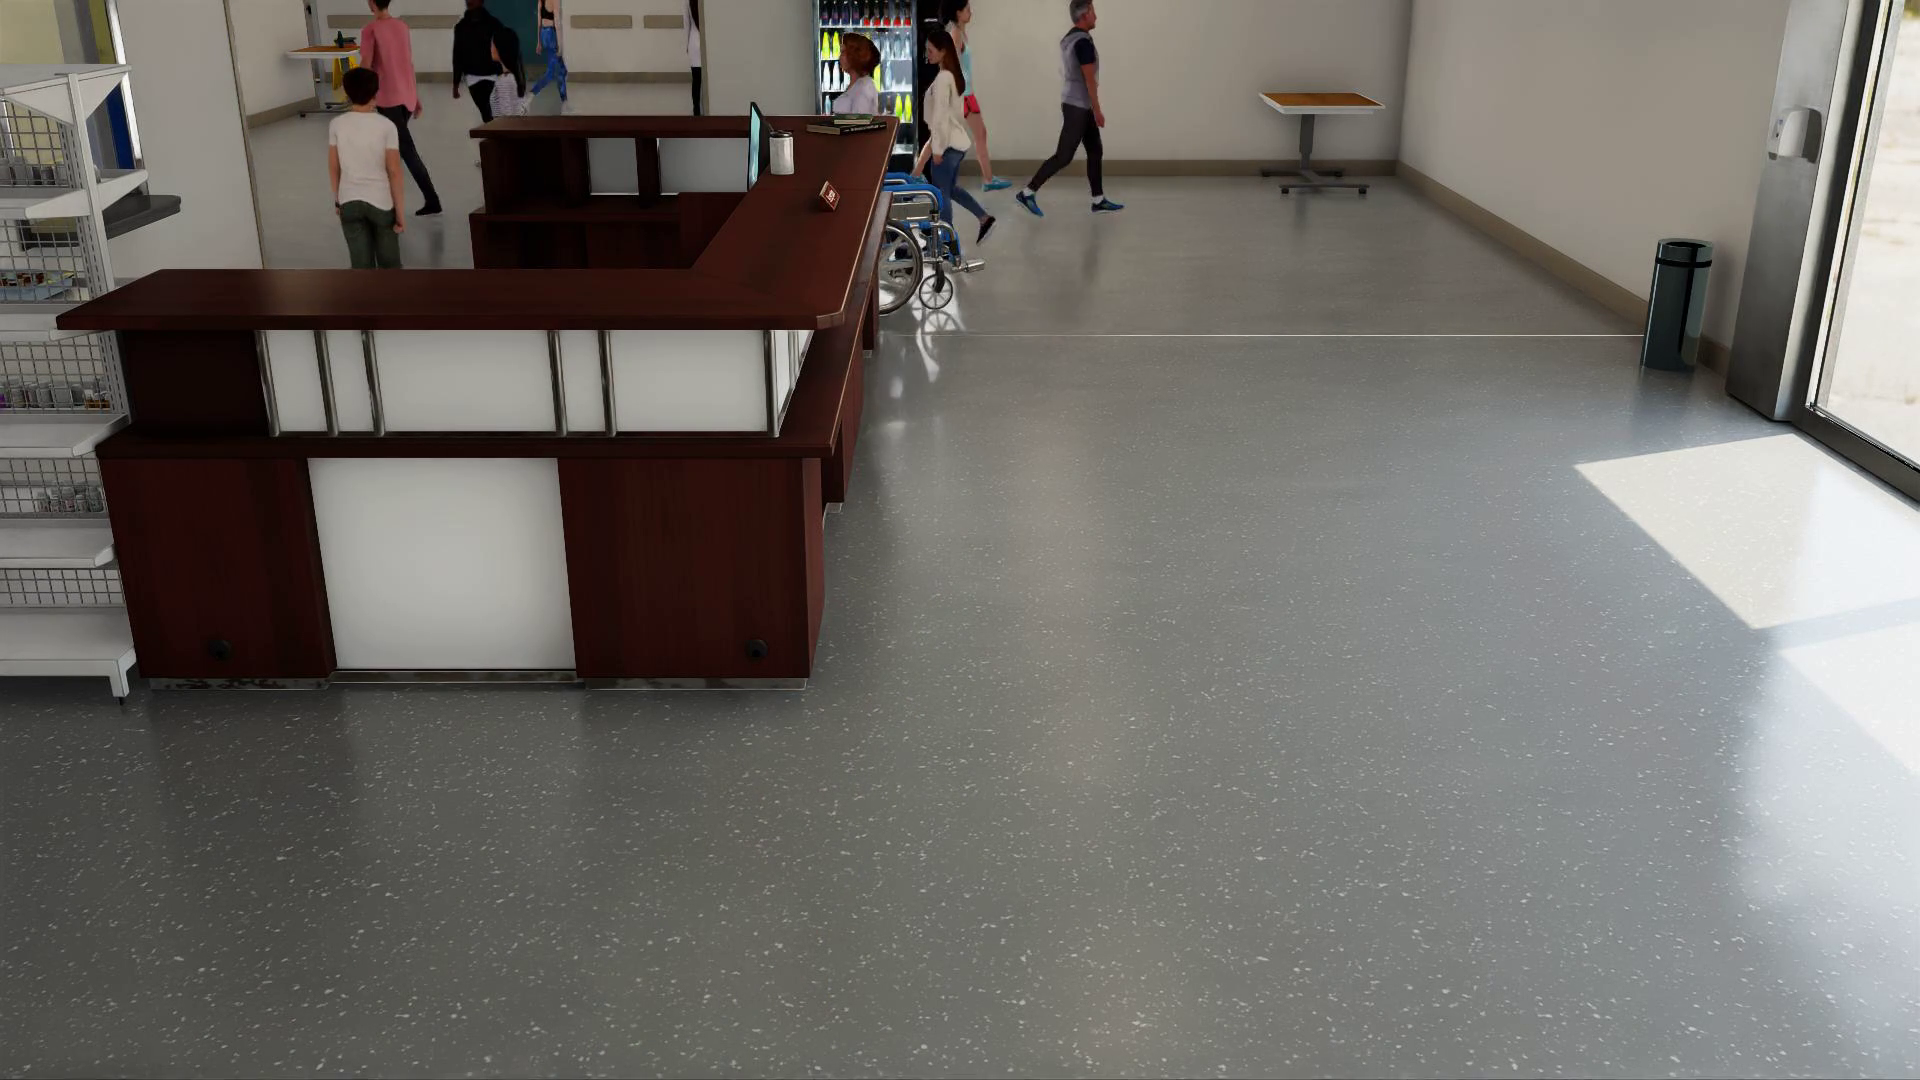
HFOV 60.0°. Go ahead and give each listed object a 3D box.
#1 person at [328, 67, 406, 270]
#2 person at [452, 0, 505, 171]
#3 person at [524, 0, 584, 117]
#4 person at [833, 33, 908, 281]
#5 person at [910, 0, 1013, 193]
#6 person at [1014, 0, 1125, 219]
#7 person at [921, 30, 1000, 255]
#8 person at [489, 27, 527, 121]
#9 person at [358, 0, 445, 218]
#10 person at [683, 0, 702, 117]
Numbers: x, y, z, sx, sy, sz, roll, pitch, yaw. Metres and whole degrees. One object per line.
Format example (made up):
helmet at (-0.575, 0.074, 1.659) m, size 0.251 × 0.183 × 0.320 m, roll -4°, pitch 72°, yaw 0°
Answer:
person at (-3.456, -1.876, 9.702) m, size 1.153 × 1.604 × 0.856 m, roll -6°, pitch 22°, yaw -15°
person at (-4.673, -4.554, 16.516) m, size 1.088 × 1.786 × 0.895 m, roll 4°, pitch 21°, yaw 10°
person at (-5.172, -6.131, 20.732) m, size 1.110 × 1.749 × 1.171 m, roll 18°, pitch 27°, yaw 39°
person at (-0.589, -2.647, 11.637) m, size 1.157 × 1.676 × 0.860 m, roll -6°, pitch 22°, yaw -16°
person at (-0.110, -4.001, 15.150) m, size 1.236 × 1.720 × 0.679 m, roll -2°, pitch 21°, yaw -6°
person at (0.894, -3.566, 13.905) m, size 1.227 × 1.789 × 0.771 m, roll -2°, pitch 21°, yaw -4°
person at (-0.008, -2.895, 12.307) m, size 0.896 × 1.664 × 0.748 m, roll 5°, pitch 21°, yaw 14°
person at (-3.066, -2.739, 11.824) m, size 0.958 × 1.716 × 0.606 m, roll 1°, pitch 21°, yaw 1°
person at (-4.652, -3.614, 13.864) m, size 1.297 × 1.906 × 1.010 m, roll 10°, pitch 23°, yaw 25°
person at (-3.174, -6.061, 20.468) m, size 0.494 × 1.806 × 0.687 m, roll 2°, pitch 21°, yaw 5°
